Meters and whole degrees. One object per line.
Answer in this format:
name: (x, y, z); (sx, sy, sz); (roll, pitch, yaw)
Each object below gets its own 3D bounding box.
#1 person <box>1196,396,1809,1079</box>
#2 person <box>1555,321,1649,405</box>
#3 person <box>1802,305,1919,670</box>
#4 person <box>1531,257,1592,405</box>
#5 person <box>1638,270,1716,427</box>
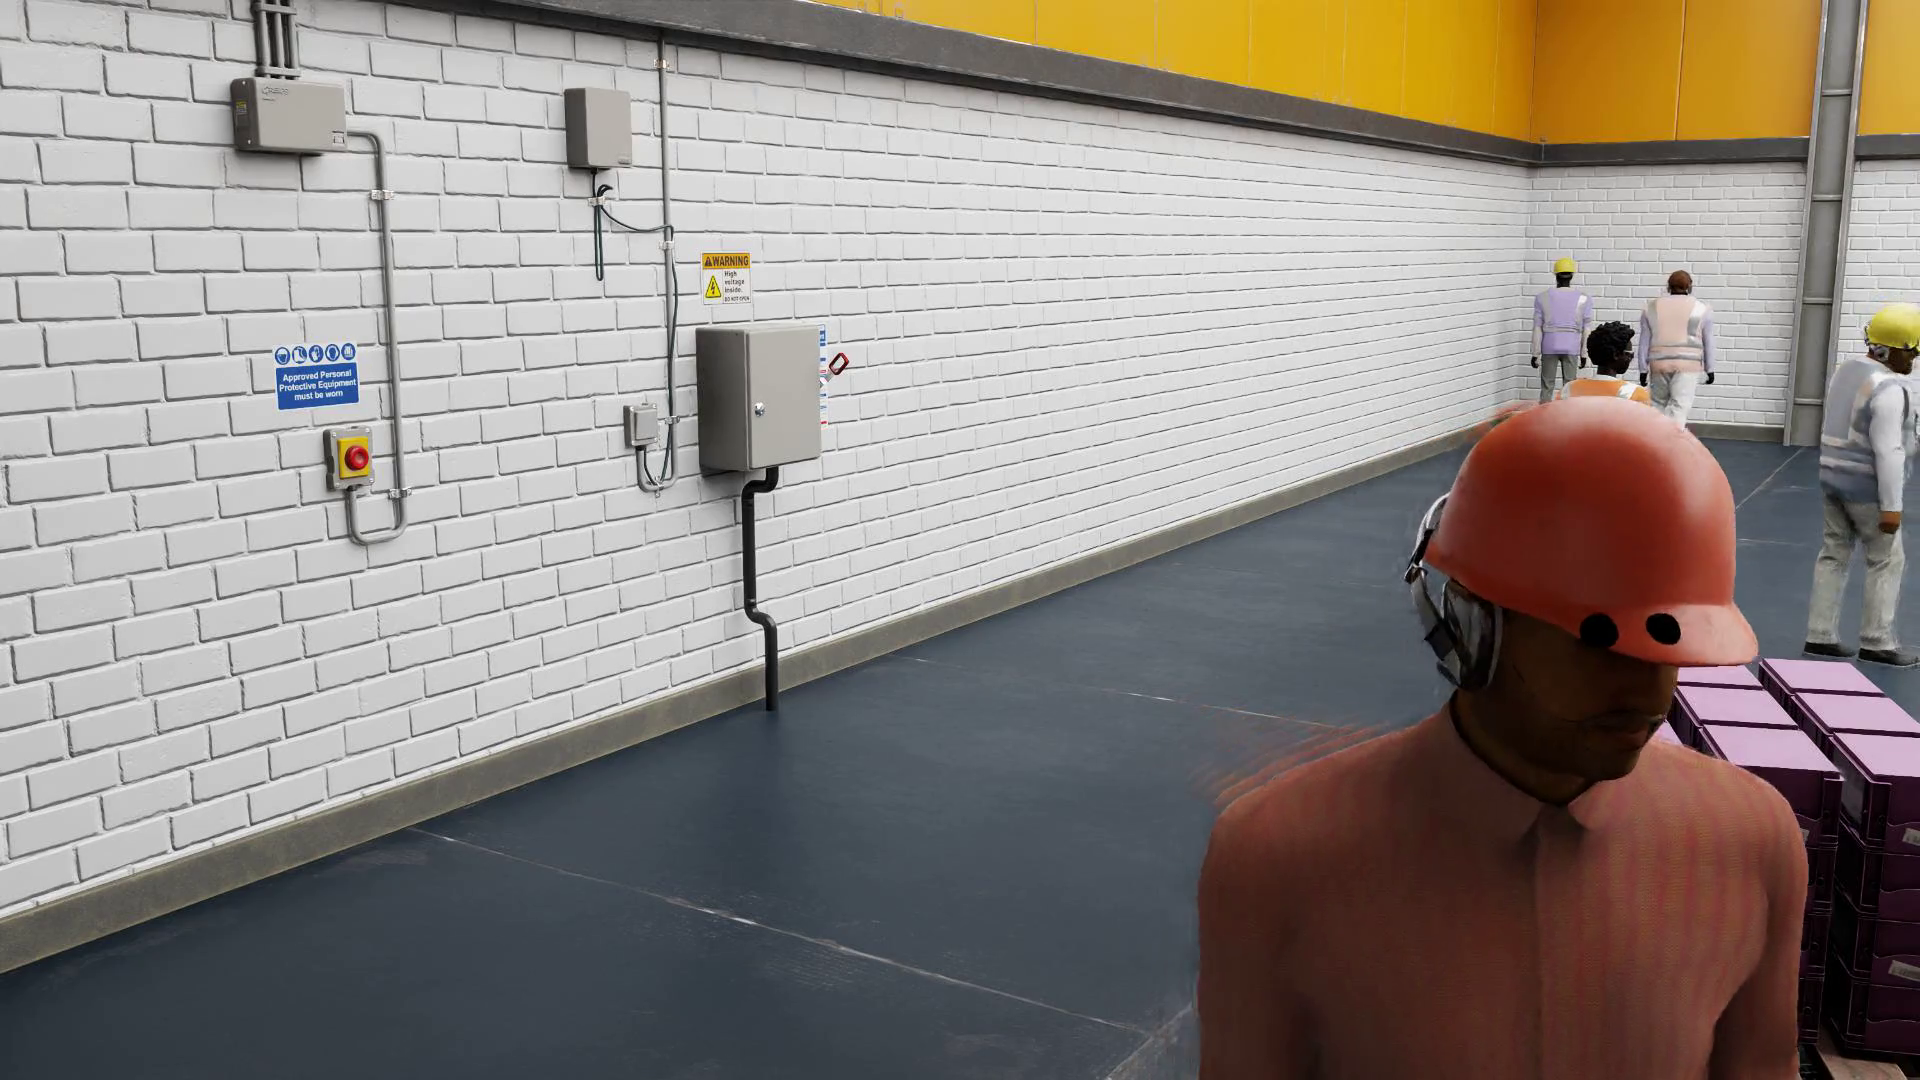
person: (0.506, 0.826, 1.683); (0.637, 1.974, 0.533); (-1, 10, -4)
person: (3.245, -0.259, 8.451); (0.322, 1.699, 0.535); (-7, 12, -33)
person: (4.475, -0.254, 8.211); (0.406, 1.796, 0.613); (0, 10, 0)
person: (6.338, -2.015, 17.585); (0.589, 1.918, 0.390); (3, 11, 14)
person: (6.697, -1.590, 15.517); (0.649, 1.818, 0.746); (7, 13, 35)
